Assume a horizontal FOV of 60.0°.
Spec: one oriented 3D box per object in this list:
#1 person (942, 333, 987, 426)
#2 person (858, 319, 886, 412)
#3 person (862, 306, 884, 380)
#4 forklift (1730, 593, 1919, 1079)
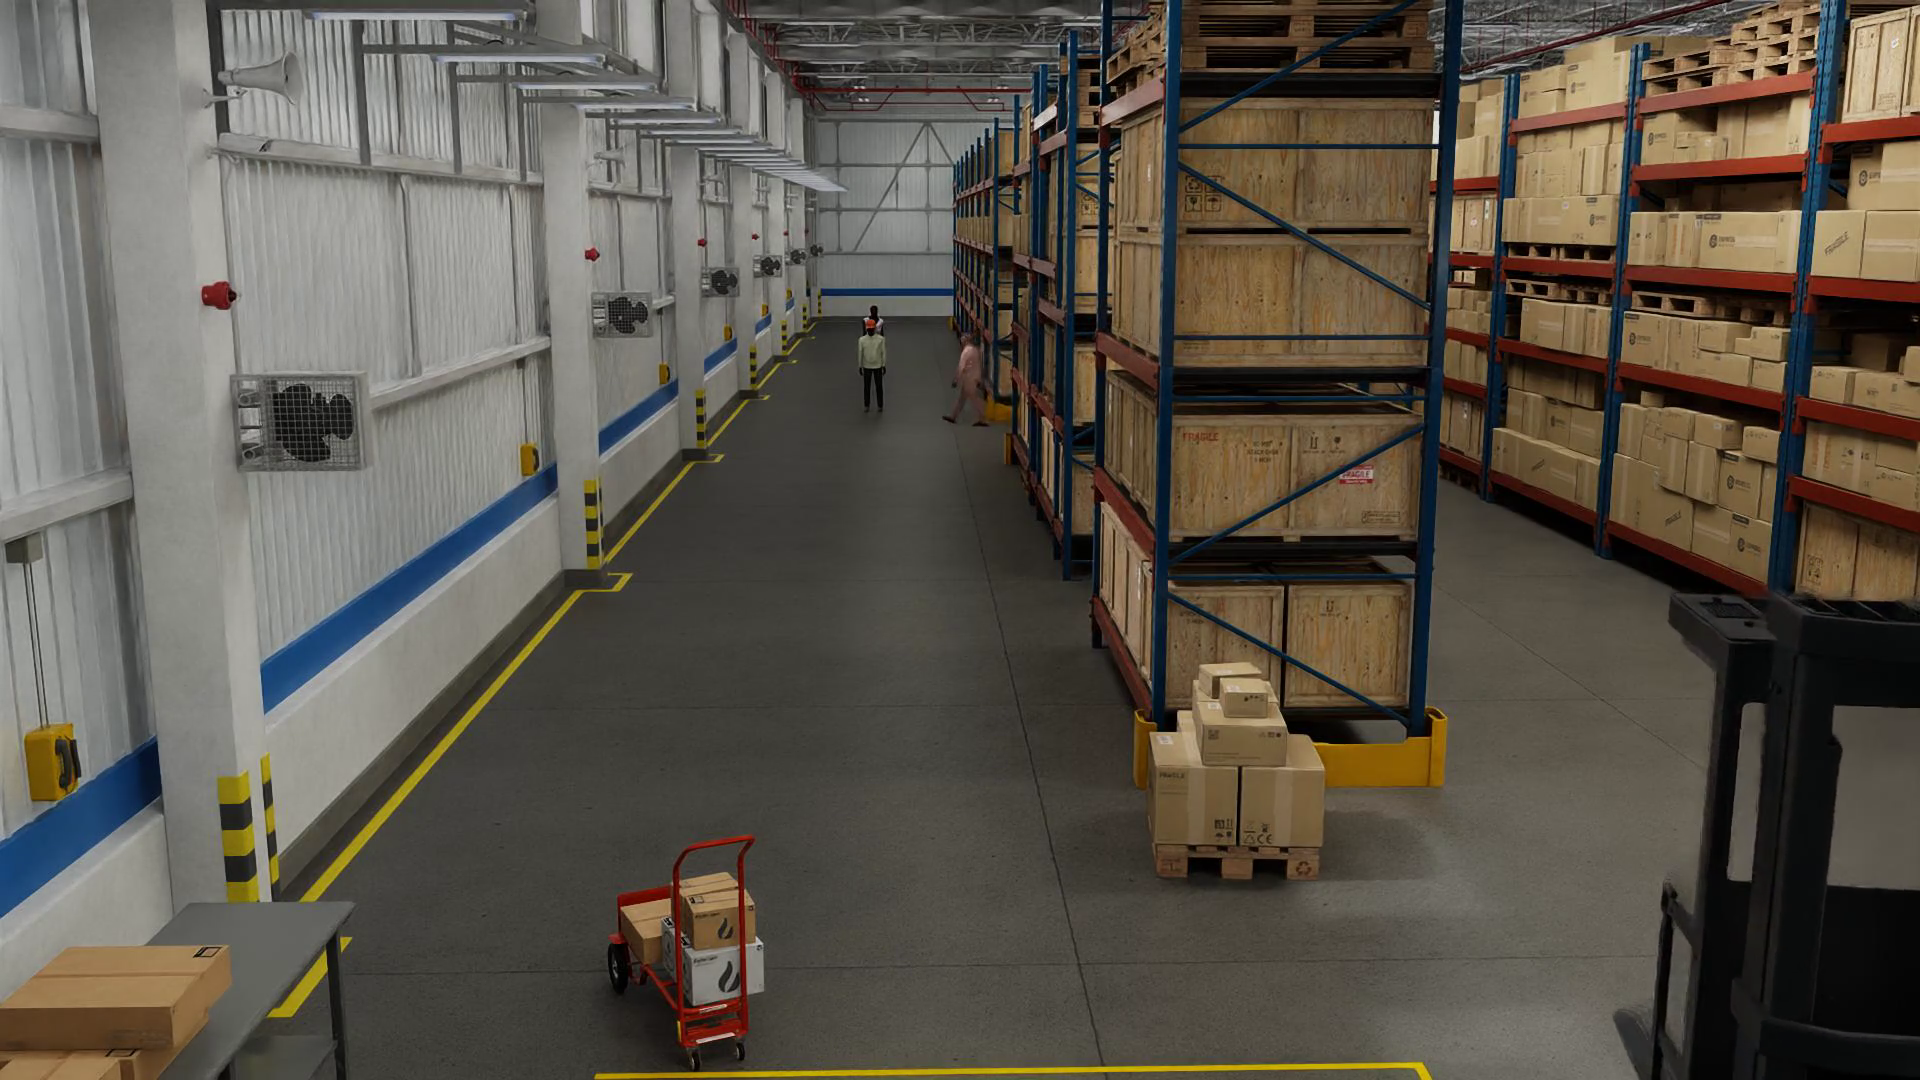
[{"bbox_3d":[0.107,-3.197,33.162,1.026,1.845,0.638,4,11,18],"label":"person"},{"bbox_3d":[-1.876,-3.721,35.545,0.615,1.988,0.402,1,11,3],"label":"person"},{"bbox_3d":[-2.232,-5.074,42.793,0.591,1.910,0.392,-6,12,-28],"label":"person"},{"bbox_3d":[3.162,1.577,5.644,1.129,2.768,1.873,1,11,8],"label":"forklift"}]
